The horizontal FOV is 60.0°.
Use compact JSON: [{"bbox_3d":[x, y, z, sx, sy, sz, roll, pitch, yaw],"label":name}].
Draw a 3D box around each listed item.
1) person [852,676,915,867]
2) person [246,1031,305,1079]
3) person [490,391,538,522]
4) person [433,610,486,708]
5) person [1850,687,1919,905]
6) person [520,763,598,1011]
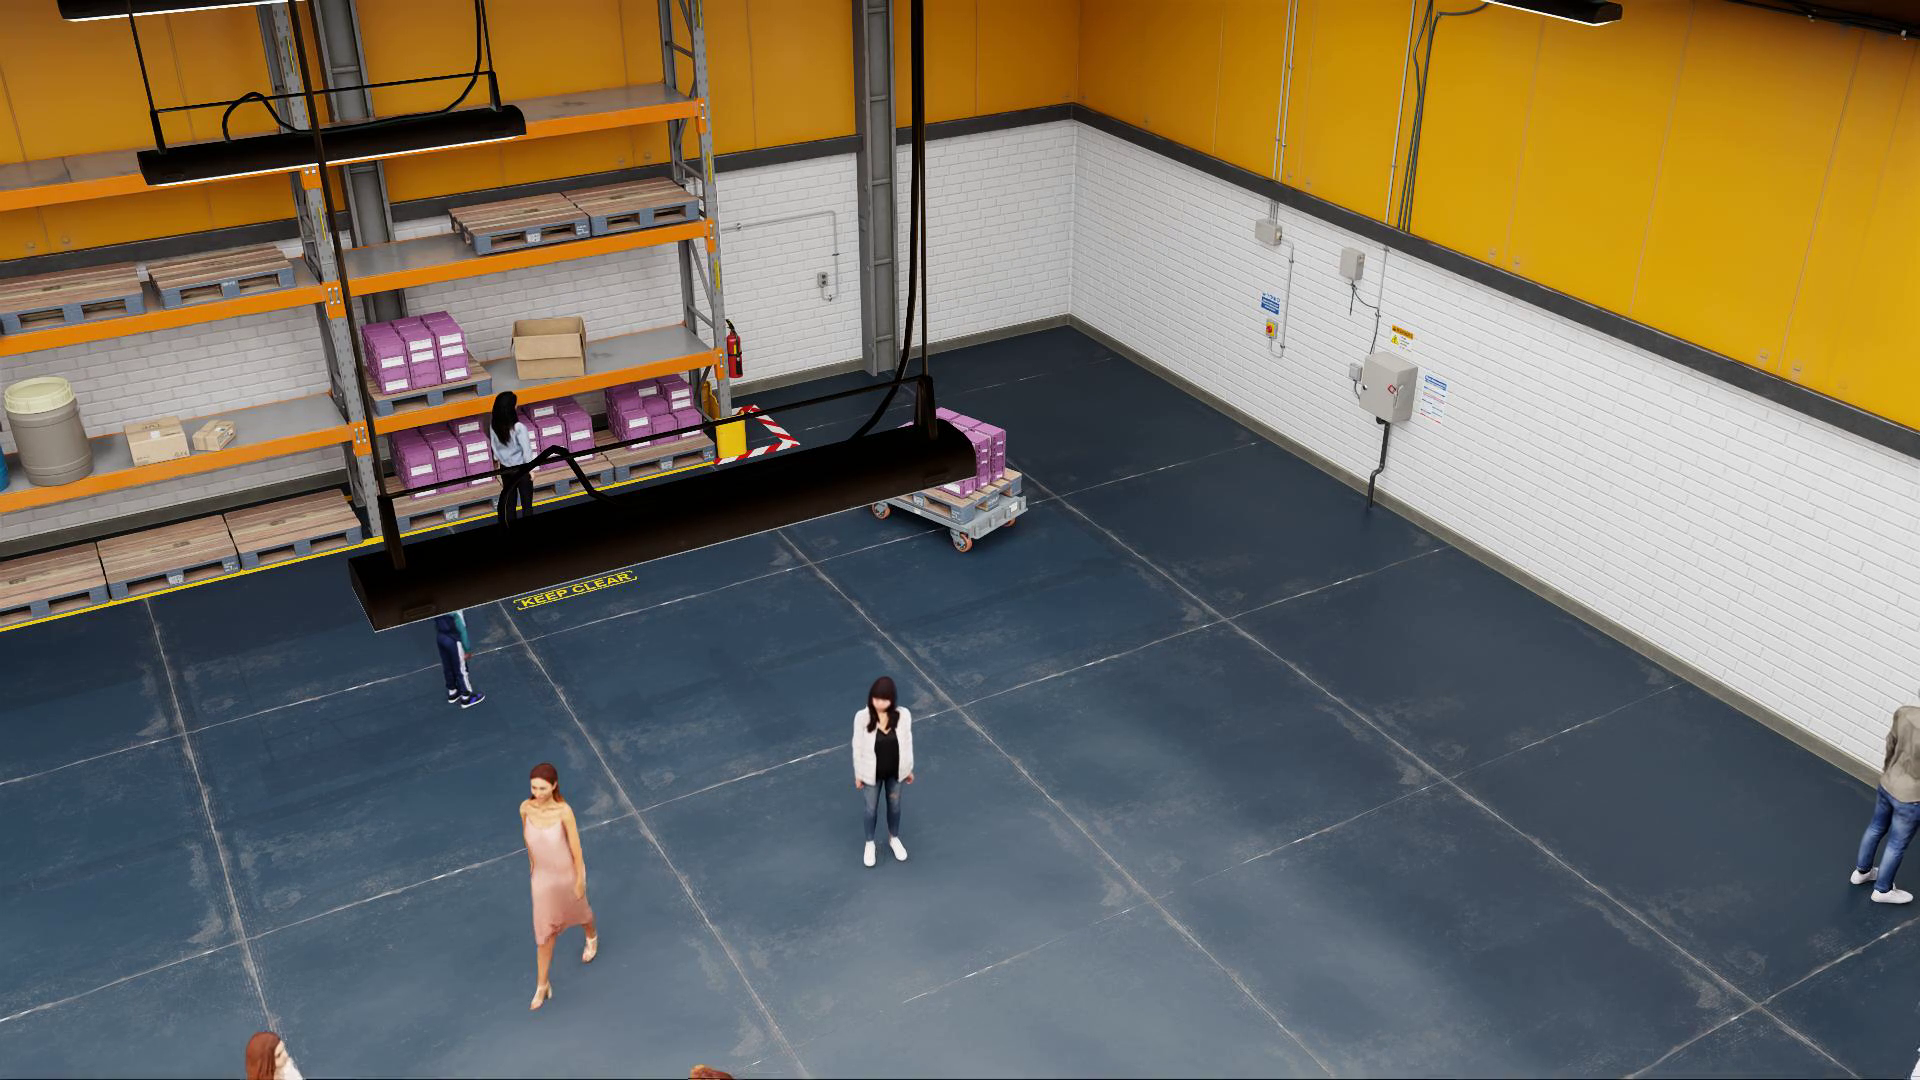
[{"bbox_3d":[-0.583,1.723,12.625,0.589,1.636,0.738,-6,29,-11],"label":"person"},{"bbox_3d":[-3.869,3.453,9.411,1.173,1.675,0.983,1,29,2],"label":"person"},{"bbox_3d":[-4.558,-0.730,17.045,0.689,1.710,0.726,11,31,19],"label":"person"},{"bbox_3d":[-4.452,0.883,14.562,0.566,1.255,0.584,19,34,30],"label":"person"},{"bbox_3d":[6.919,1.828,12.194,0.724,1.864,0.776,-5,29,-9],"label":"person"},{"bbox_3d":[-2.717,2.272,11.462,1.048,1.786,1.089,6,29,11],"label":"person"}]
